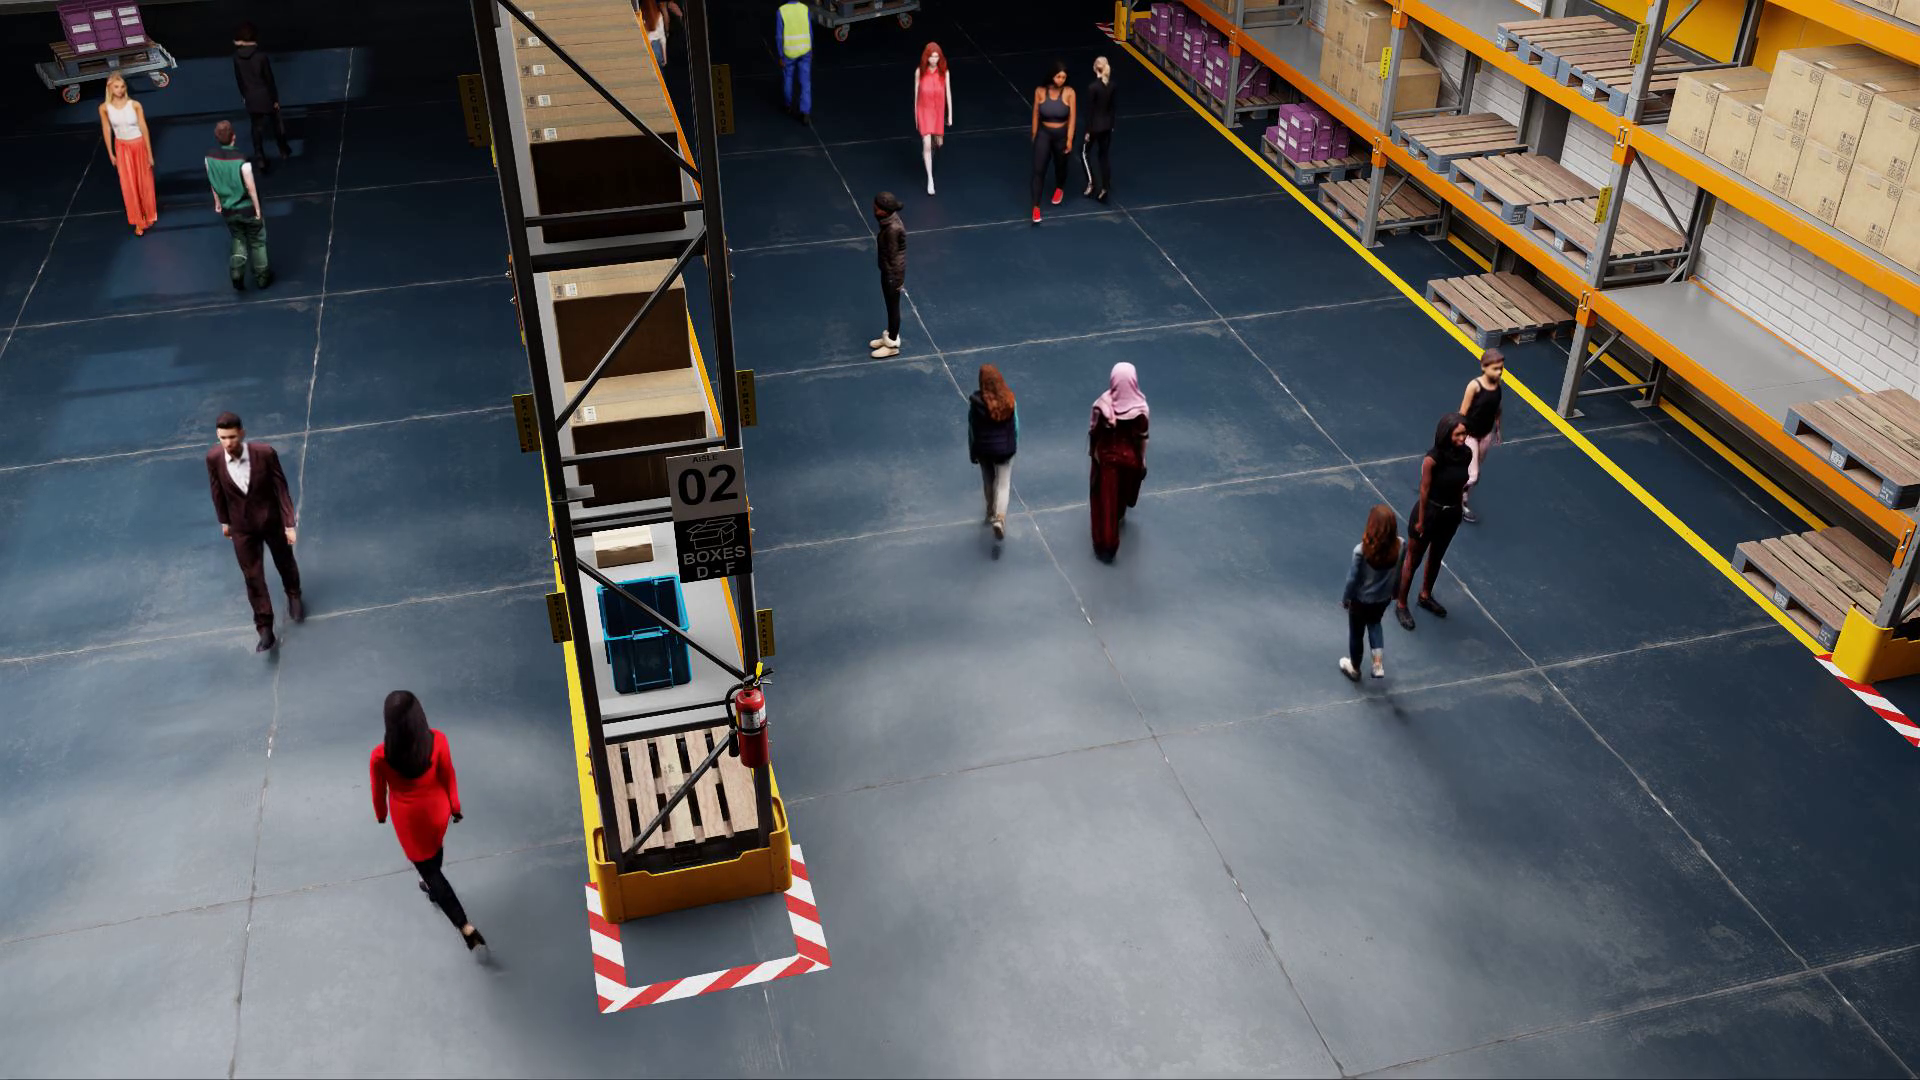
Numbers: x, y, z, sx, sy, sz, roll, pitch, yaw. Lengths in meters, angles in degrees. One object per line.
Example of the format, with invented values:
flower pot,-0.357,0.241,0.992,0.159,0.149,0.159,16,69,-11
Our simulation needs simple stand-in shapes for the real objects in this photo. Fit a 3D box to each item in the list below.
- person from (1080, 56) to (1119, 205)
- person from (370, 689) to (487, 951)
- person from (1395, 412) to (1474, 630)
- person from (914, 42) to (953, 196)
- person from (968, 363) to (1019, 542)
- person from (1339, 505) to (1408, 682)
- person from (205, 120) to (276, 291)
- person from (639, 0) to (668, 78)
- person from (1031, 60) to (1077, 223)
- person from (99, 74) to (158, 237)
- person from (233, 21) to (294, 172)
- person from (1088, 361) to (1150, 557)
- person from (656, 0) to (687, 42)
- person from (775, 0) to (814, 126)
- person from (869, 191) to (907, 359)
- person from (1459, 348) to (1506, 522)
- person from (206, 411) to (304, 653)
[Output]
person,1.651,-4.689,19.185,0.730,1.686,0.731,-20,38,-27
person,-3.080,1.654,9.618,0.890,1.714,1.174,-24,40,-31
person,3.530,-0.167,12.334,0.649,1.740,0.598,-16,37,-23
person,-0.369,-4.994,19.550,0.651,1.791,0.963,-5,34,-8
person,0.281,-0.692,13.358,0.705,1.482,0.958,0,34,0
person,2.927,0.423,11.693,0.569,1.466,0.635,-8,34,-12
person,-7.447,-3.399,17.113,0.837,1.832,0.967,4,34,6
person,-4.005,-6.266,21.558,0.603,1.687,1.091,-10,35,-14
person,1.102,-4.591,18.982,0.978,1.749,1.296,6,34,8
person,-9.221,-4.343,18.588,0.689,1.772,0.900,-12,36,-18
person,-8.482,-5.323,20.081,0.803,1.750,1.160,-1,34,-1
person,1.239,-0.629,13.147,0.883,1.608,1.156,3,34,5
person,-4.262,-8.125,24.340,0.943,1.702,0.892,15,36,21
person,-2.100,-6.263,21.466,0.738,1.784,0.999,-12,35,-17
person,-0.648,-2.572,16.023,0.632,1.660,0.558,10,35,14
person,4.169,-0.886,13.580,0.583,1.559,0.614,-15,36,-21
person,-5.147,-0.164,12.250,0.706,1.827,1.065,-8,34,-12
